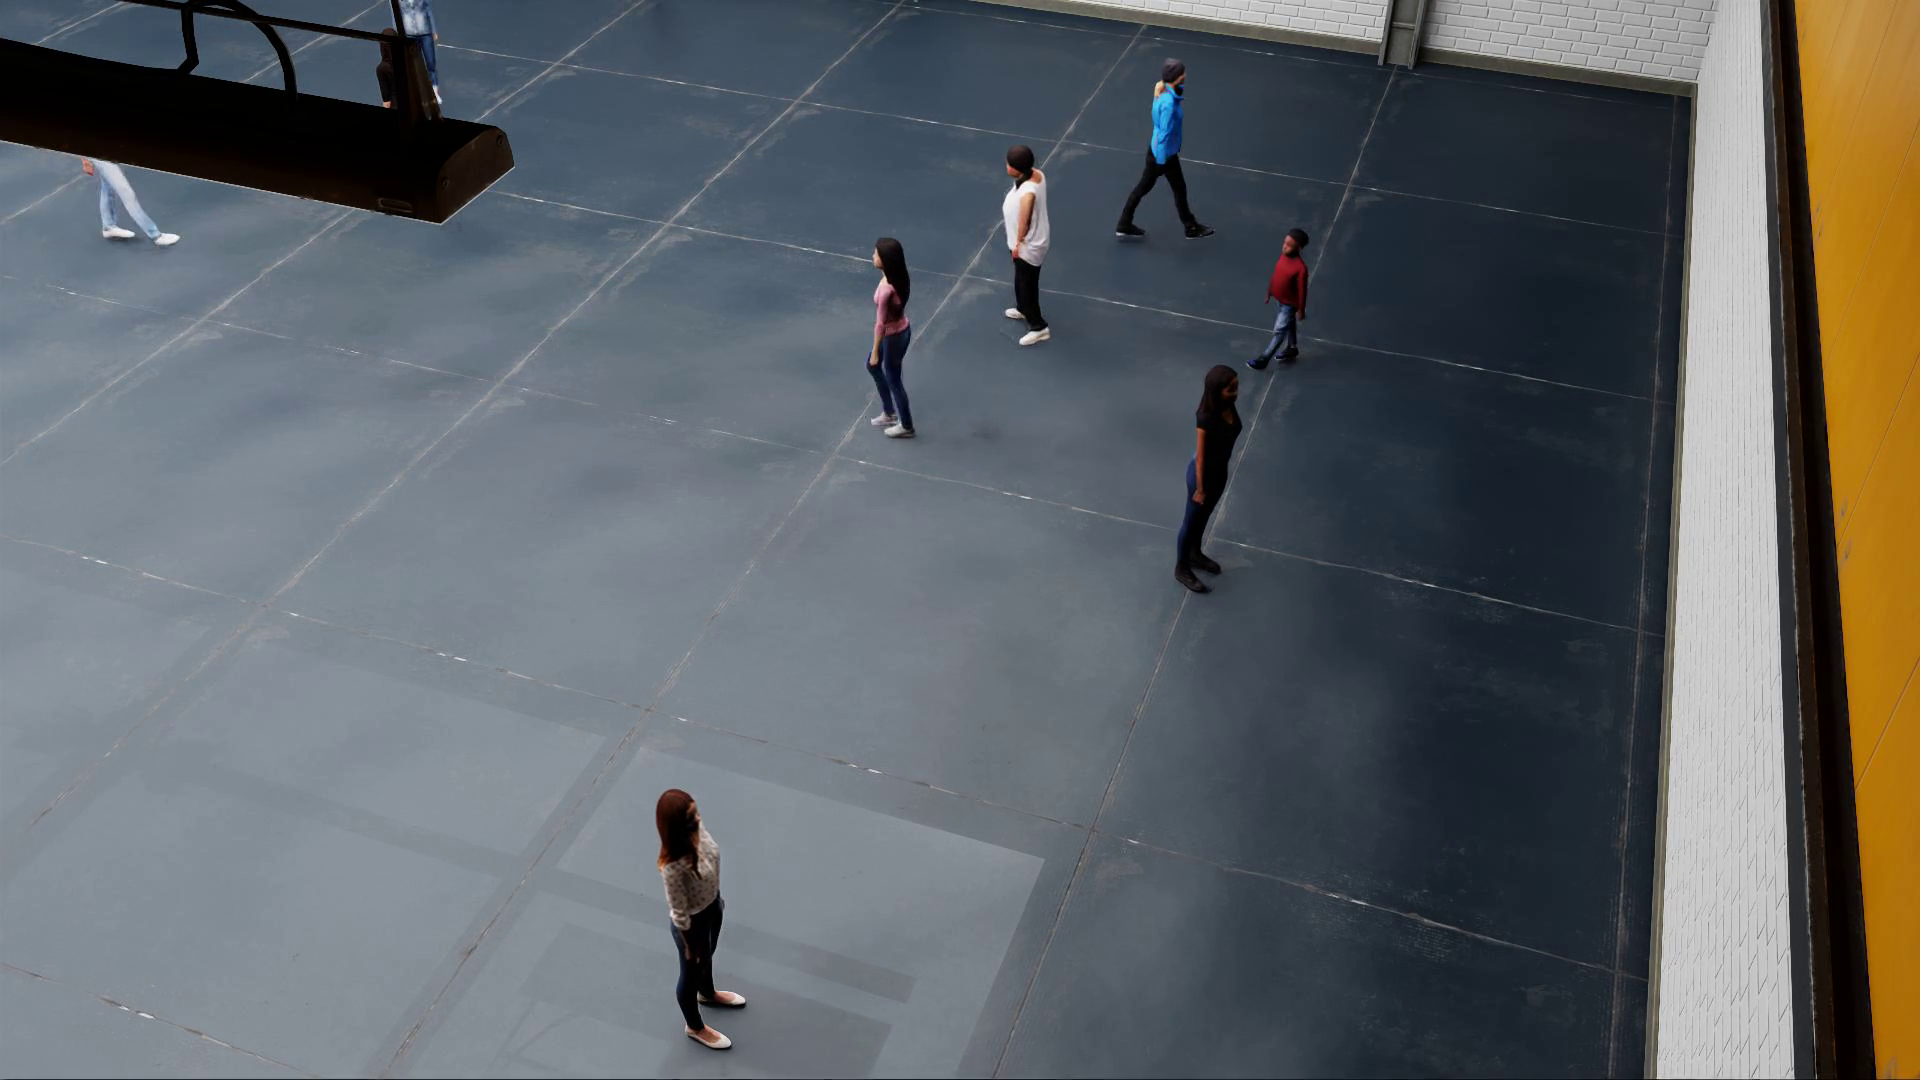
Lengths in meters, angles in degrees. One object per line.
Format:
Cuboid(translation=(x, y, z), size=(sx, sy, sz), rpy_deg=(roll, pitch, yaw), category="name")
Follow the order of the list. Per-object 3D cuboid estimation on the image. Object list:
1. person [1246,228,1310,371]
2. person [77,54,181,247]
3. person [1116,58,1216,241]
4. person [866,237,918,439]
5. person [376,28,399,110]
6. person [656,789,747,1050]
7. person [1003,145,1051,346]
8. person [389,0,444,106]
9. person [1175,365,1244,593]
Cuboid(translation=(2.747, -1.990, 13.636), size=(0.862, 1.237, 0.787), rpy_deg=(-14, 41, -17), category="person")
Cuboid(translation=(-7.842, -3.517, 15.088), size=(1.157, 1.810, 0.818), rpy_deg=(4, 39, 5), category="person")
Cuboid(translation=(1.763, -3.500, 15.119), size=(1.218, 1.745, 0.862), rpy_deg=(2, 39, 2), category="person")
Cuboid(translation=(-0.432, -1.511, 12.640), size=(0.690, 1.731, 0.658), rpy_deg=(6, 39, 7), category="person")
Cuboid(translation=(-5.306, -4.101, 15.954), size=(0.643, 1.642, 0.678), rpy_deg=(-21, 43, -25), category="person")
Cuboid(translation=(-1.339, 1.884, 8.390), size=(0.543, 1.728, 0.601), rpy_deg=(8, 39, 10), category="person")
Cuboid(translation=(0.544, -2.508, 13.927), size=(0.762, 1.681, 0.863), rpy_deg=(7, 39, 9), category="person")
Cuboid(translation=(-5.797, -5.417, 17.753), size=(0.937, 1.453, 0.953), rpy_deg=(-11, 40, -14), category="person")
Cuboid(translation=(1.682, -0.450, 11.305), size=(0.601, 1.738, 0.615), rpy_deg=(22, 43, 25), category="person")
